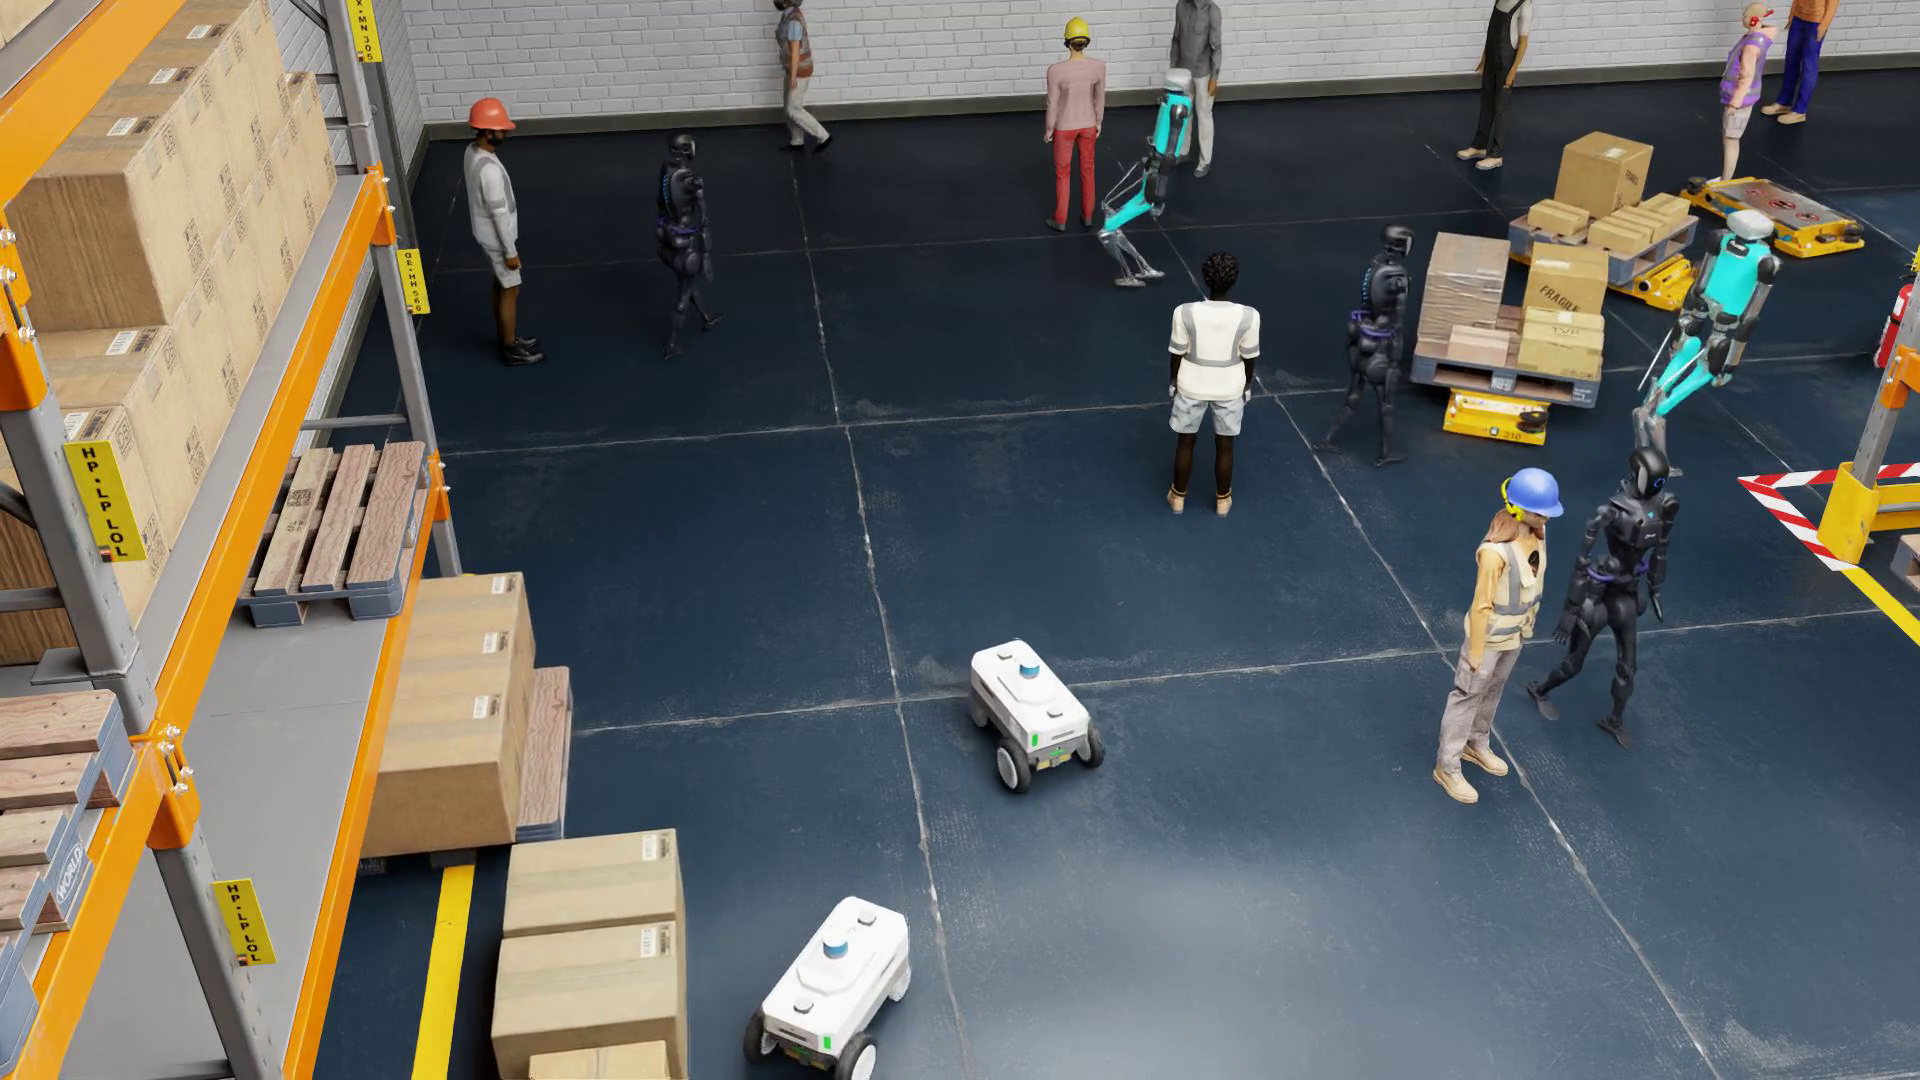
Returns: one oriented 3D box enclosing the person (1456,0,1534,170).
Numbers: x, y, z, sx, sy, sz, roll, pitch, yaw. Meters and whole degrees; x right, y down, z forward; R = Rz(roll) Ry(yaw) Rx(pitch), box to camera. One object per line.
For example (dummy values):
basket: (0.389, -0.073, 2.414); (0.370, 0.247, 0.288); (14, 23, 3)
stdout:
person: (4.853, -4.273, 14.960); (0.346, 1.846, 0.506); (-11, 35, -17)

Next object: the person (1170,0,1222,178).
person: (2.101, -4.180, 14.792); (0.410, 1.884, 0.543); (-27, 42, -35)

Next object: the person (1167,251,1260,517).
person: (1.499, -0.911, 9.949); (0.534, 1.692, 0.320); (3, 33, 5)

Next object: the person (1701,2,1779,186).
person: (6.694, -3.772, 14.328); (0.341, 1.692, 0.494); (16, 36, 23)

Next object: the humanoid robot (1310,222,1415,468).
humanoid robot: (2.619, -1.237, 10.481); (0.583, 1.650, 0.600); (-5, 34, -8)

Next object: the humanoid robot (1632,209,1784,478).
humanoid robot: (4.474, -1.116, 10.267); (0.748, 1.832, 0.541); (-13, 35, -19)

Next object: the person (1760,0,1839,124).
person: (8.177, -5.029, 16.007); (0.400, 1.973, 0.517); (-10, 34, -14)

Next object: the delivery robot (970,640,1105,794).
delivery robot: (0.340, 0.833, 8.301); (0.499, 0.580, 0.757); (-15, 36, -22)

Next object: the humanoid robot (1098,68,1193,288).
humanoid robot: (1.328, -2.726, 12.617); (0.770, 1.699, 0.534); (0, 33, 0)

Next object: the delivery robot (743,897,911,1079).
delivery robot: (-0.506, 1.839, 6.774); (0.499, 0.596, 0.787); (15, 36, 22)

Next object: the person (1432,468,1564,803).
person: (2.538, 0.437, 7.802); (0.478, 1.776, 0.312); (-27, 42, -35)

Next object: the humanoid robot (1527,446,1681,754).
humanoid robot: (3.203, 0.278, 8.157); (0.611, 1.638, 0.608); (-12, 35, -18)

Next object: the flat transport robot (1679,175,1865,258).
flat transport robot: (6.868, -2.766, 14.091); (0.659, 0.231, 1.431); (-12, 35, -18)

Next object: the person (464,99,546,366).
person: (-3.191, -2.131, 11.609); (0.387, 1.924, 0.547); (-16, 36, -22)

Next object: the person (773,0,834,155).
person: (-1.457, -4.289, 15.145); (0.526, 1.664, 0.524); (-9, 34, -13)

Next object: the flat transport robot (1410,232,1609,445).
flat transport robot: (3.761, -1.109, 11.551); (0.659, 0.231, 1.431); (11, 35, 16)

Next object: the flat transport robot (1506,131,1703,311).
flat transport robot: (5.161, -2.211, 13.241); (0.659, 0.231, 1.431); (-28, 42, -36)

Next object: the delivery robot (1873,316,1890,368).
delivery robot: (6.933, -1.479, 11.851); (0.784, 0.589, 0.499); (-17, 37, -24)

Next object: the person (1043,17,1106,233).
person: (0.935, -3.412, 13.711); (0.529, 1.768, 0.310); (-11, 35, -17)

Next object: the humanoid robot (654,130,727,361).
humanoid robot: (-1.925, -2.123, 11.839); (0.714, 1.629, 0.610); (-27, 42, -35)
